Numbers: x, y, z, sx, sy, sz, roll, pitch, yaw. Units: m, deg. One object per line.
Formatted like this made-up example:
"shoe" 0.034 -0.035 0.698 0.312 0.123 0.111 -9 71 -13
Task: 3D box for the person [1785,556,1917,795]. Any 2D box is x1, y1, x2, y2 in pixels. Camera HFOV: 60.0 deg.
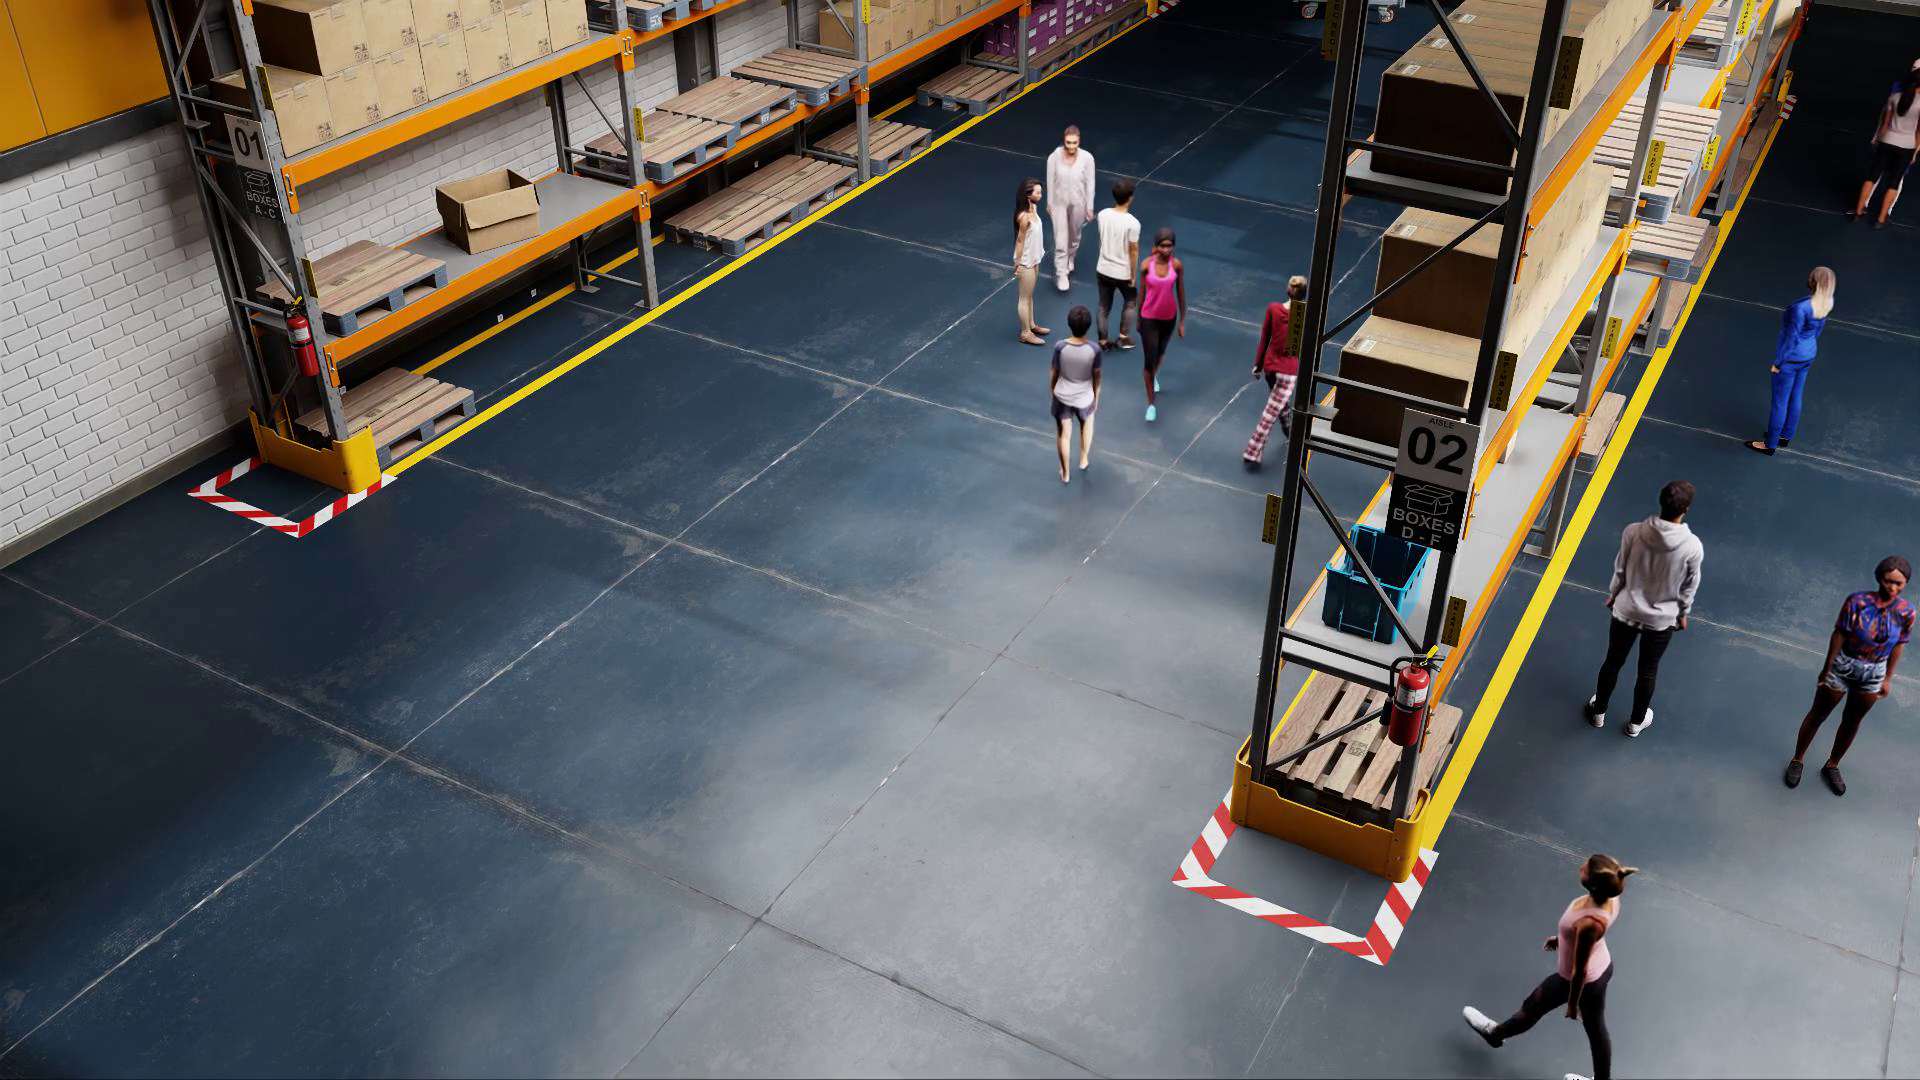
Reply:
"person" 5.659 0.846 10.518 0.640 1.741 0.603 8 34 12

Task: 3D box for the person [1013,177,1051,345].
"person" 0.633 -2.682 15.905 0.673 1.652 0.608 -6 34 -9

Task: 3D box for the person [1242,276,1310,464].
"person" 2.658 -1.393 13.970 1.161 1.648 0.827 -29 43 -36

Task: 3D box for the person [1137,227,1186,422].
"person" 1.768 -1.982 14.861 0.937 1.642 1.115 -2 34 -3

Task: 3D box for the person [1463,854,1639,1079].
"person" 3.251 2.270 8.509 1.073 1.592 0.831 -28 43 -35

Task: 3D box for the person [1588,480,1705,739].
"person" 4.511 0.457 10.931 0.669 1.931 0.581 17 37 23

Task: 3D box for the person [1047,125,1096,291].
"person" 1.128 -3.460 17.080 0.982 1.648 1.152 0 34 0

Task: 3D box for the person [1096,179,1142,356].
"person" 1.416 -2.526 15.621 0.672 1.707 0.671 21 39 29

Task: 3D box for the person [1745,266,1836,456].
"person" 7.103 -1.530 14.129 0.631 1.700 0.763 -21 39 -28

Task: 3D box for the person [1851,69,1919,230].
"person" 10.263 -4.300 18.263 0.651 1.737 0.664 -26 42 -34

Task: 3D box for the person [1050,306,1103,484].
"person" 0.947 -1.165 13.716 0.676 1.550 0.719 0 34 0

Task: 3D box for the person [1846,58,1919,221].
"person" 10.344 -4.422 18.351 0.702 1.842 0.742 -24 40 -31
